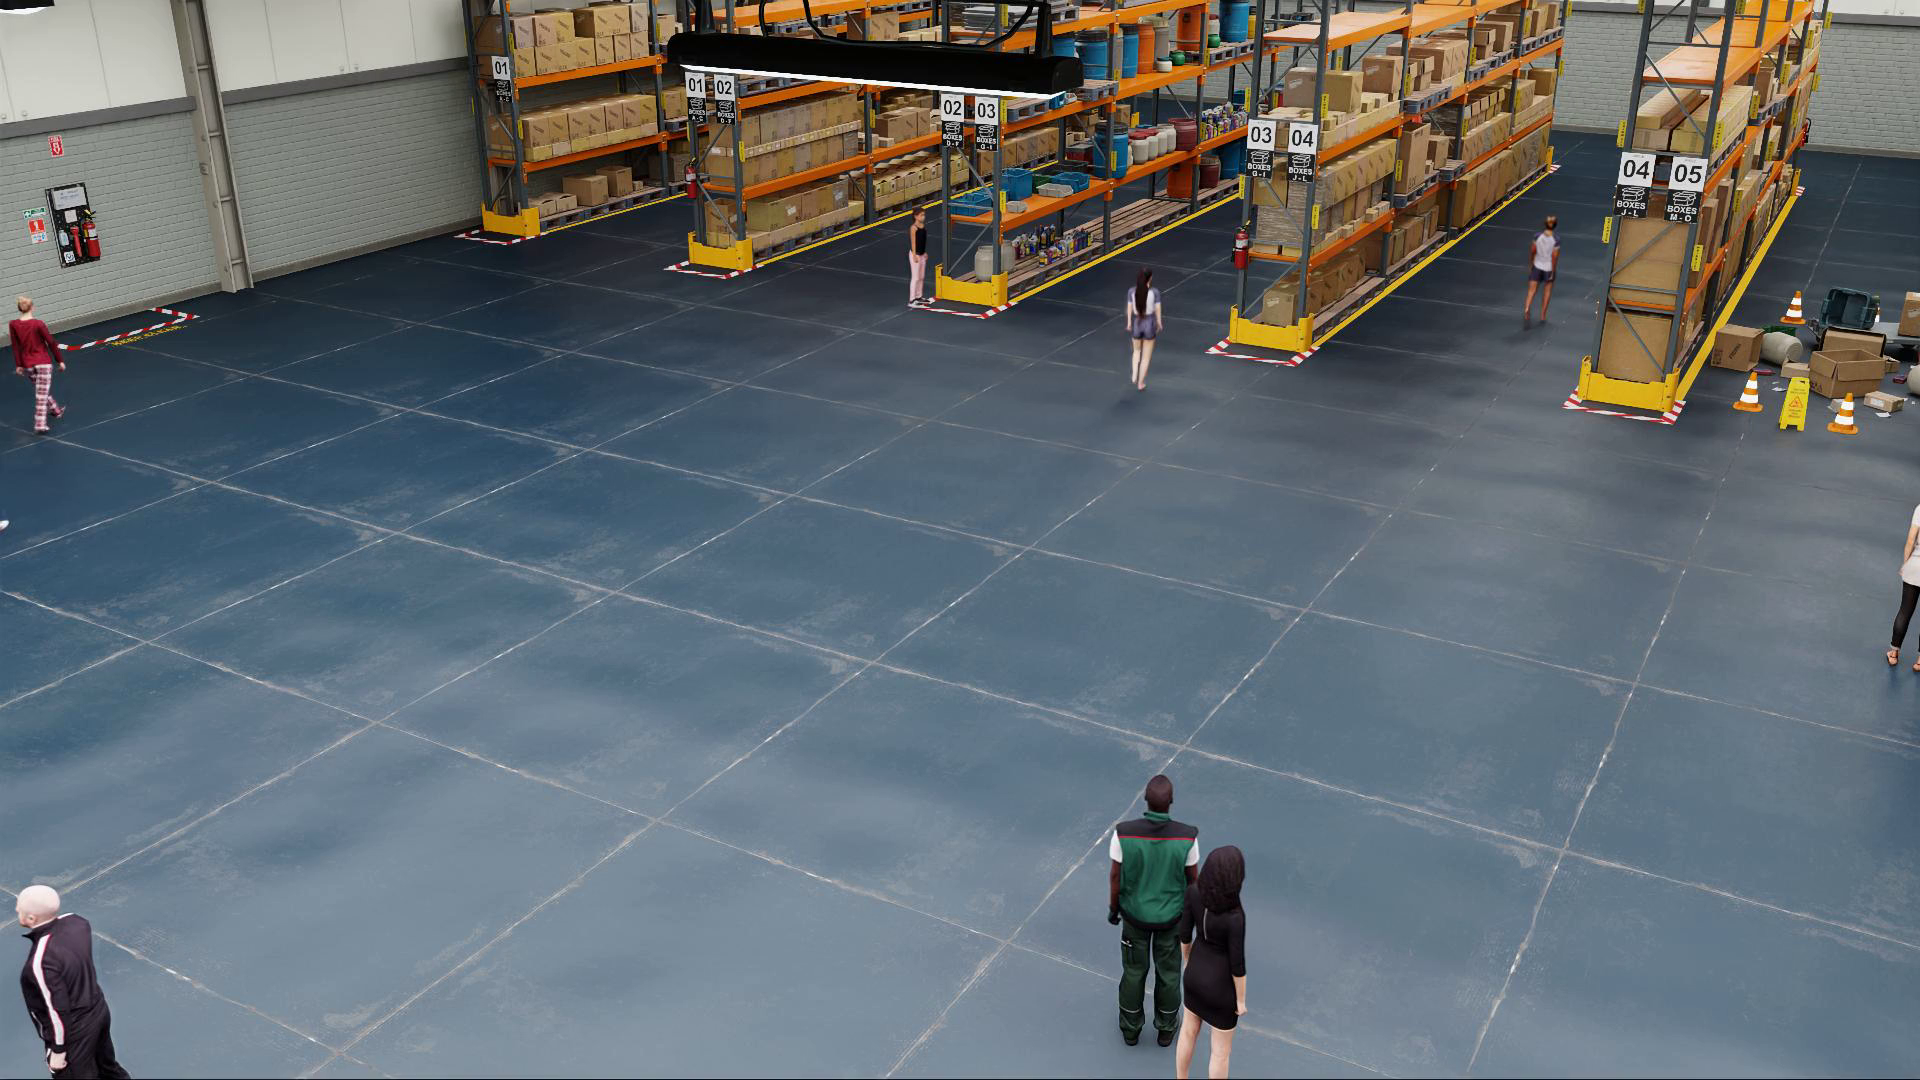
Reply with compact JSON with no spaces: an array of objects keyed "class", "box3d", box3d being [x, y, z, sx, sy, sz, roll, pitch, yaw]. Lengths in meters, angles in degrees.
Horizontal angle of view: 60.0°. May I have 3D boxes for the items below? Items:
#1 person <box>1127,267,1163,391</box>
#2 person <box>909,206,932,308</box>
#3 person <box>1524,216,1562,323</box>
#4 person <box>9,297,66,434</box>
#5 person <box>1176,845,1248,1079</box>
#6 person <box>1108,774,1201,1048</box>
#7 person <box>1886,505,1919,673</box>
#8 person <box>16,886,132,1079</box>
[{"class":"person","box3d":[2.405,-2.763,21.900,0.625,1.637,0.611,10,25,22]},{"class":"person","box3d":[-0.654,-4.429,25.912,0.564,1.563,0.446,11,25,25]},{"class":"person","box3d":[8.723,-4.025,24.916,0.586,1.599,0.908,11,25,24]},{"class":"person","box3d":[-11.337,-2.123,20.359,0.951,1.665,1.115,0,23,-1]},{"class":"person","box3d":[1.404,2.500,9.309,0.614,1.804,0.660,-17,28,-35]},{"class":"person","box3d":[1.153,2.215,9.934,0.777,1.839,0.756,2,23,5]},{"class":"person","box3d":[8.456,0.274,14.515,0.631,1.827,0.588,19,30,38]},{"class":"person","box3d":[-4.740,2.639,8.944,0.833,1.834,0.732,-2,23,-6]}]
